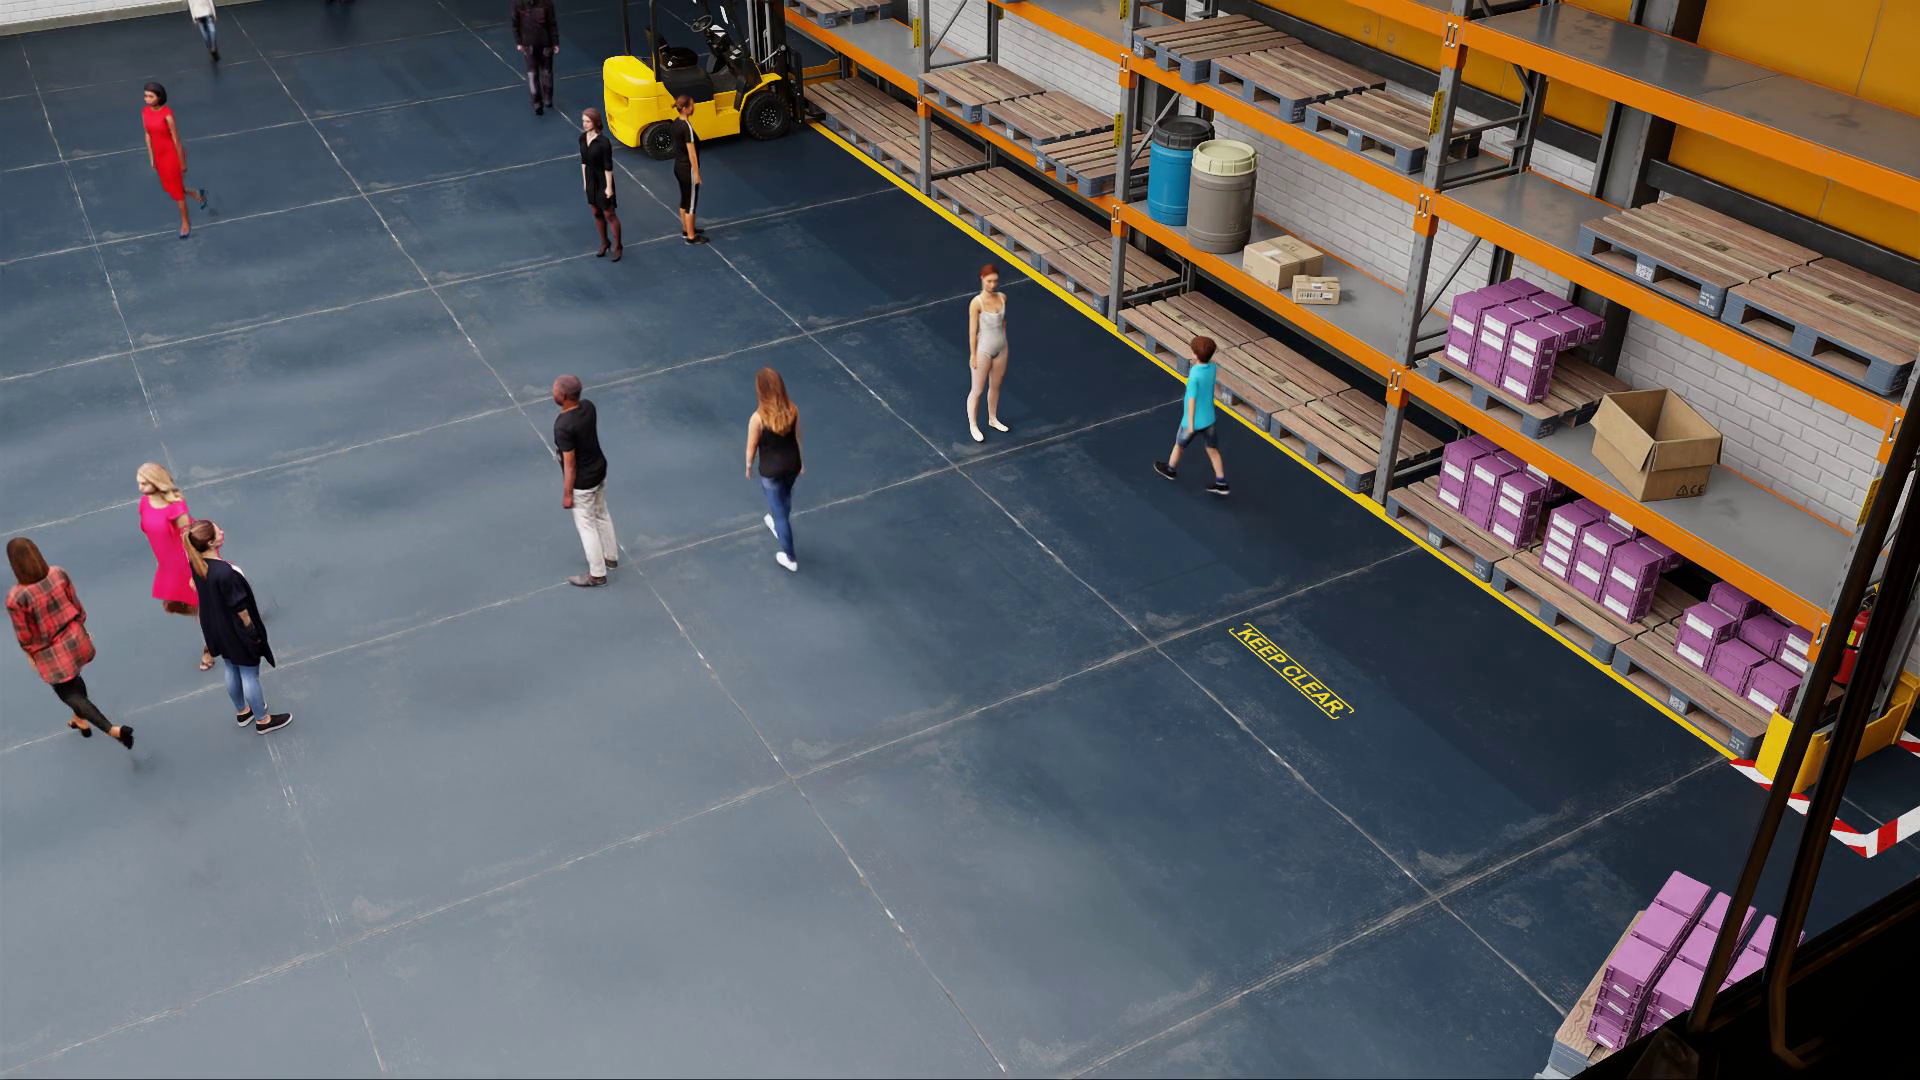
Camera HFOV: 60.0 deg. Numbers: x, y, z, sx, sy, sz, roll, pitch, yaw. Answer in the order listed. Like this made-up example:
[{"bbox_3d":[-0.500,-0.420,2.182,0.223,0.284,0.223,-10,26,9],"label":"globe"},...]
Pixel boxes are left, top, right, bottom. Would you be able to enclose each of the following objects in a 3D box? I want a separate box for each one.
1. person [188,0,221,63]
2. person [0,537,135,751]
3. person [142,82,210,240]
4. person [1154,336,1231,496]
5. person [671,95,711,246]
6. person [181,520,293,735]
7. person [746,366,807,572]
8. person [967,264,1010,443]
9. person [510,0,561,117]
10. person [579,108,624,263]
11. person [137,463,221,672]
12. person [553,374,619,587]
[{"bbox_3d":[-10.796,-7.454,23.720,0.519,1.308,0.704,-12,36,-18],"label":"person"},{"bbox_3d":[-5.928,0.747,11.048,1.125,1.676,0.959,16,37,23],"label":"person"},{"bbox_3d":[-8.760,-4.261,18.540,0.911,1.723,0.947,11,35,16],"label":"person"},{"bbox_3d":[2.064,-1.009,13.926,0.662,1.415,1.022,-25,41,-33],"label":"person"},{"bbox_3d":[-3.014,-4.092,18.335,0.646,1.668,0.468,-16,37,-22],"label":"person"},{"bbox_3d":[-4.954,0.588,11.281,0.639,1.682,0.769,22,40,30],"label":"person"},{"bbox_3d":[-1.366,-0.511,12.925,0.647,1.694,0.939,-22,40,-30],"label":"person"},{"bbox_3d":[0.255,-1.678,14.726,0.578,1.643,0.499,-23,40,-30],"label":"person"},{"bbox_3d":[-5.568,-6.557,21.927,0.887,1.797,1.172,-9,35,-14],"label":"person"},{"bbox_3d":[-3.872,-3.831,17.914,0.600,1.700,0.724,20,39,27],"label":"person"},{"bbox_3d":[-5.508,0.142,11.921,0.782,1.717,0.830,13,36,18],"label":"person"},{"bbox_3d":[-2.875,-0.464,12.754,0.812,1.805,0.756,9,35,13],"label":"person"}]
